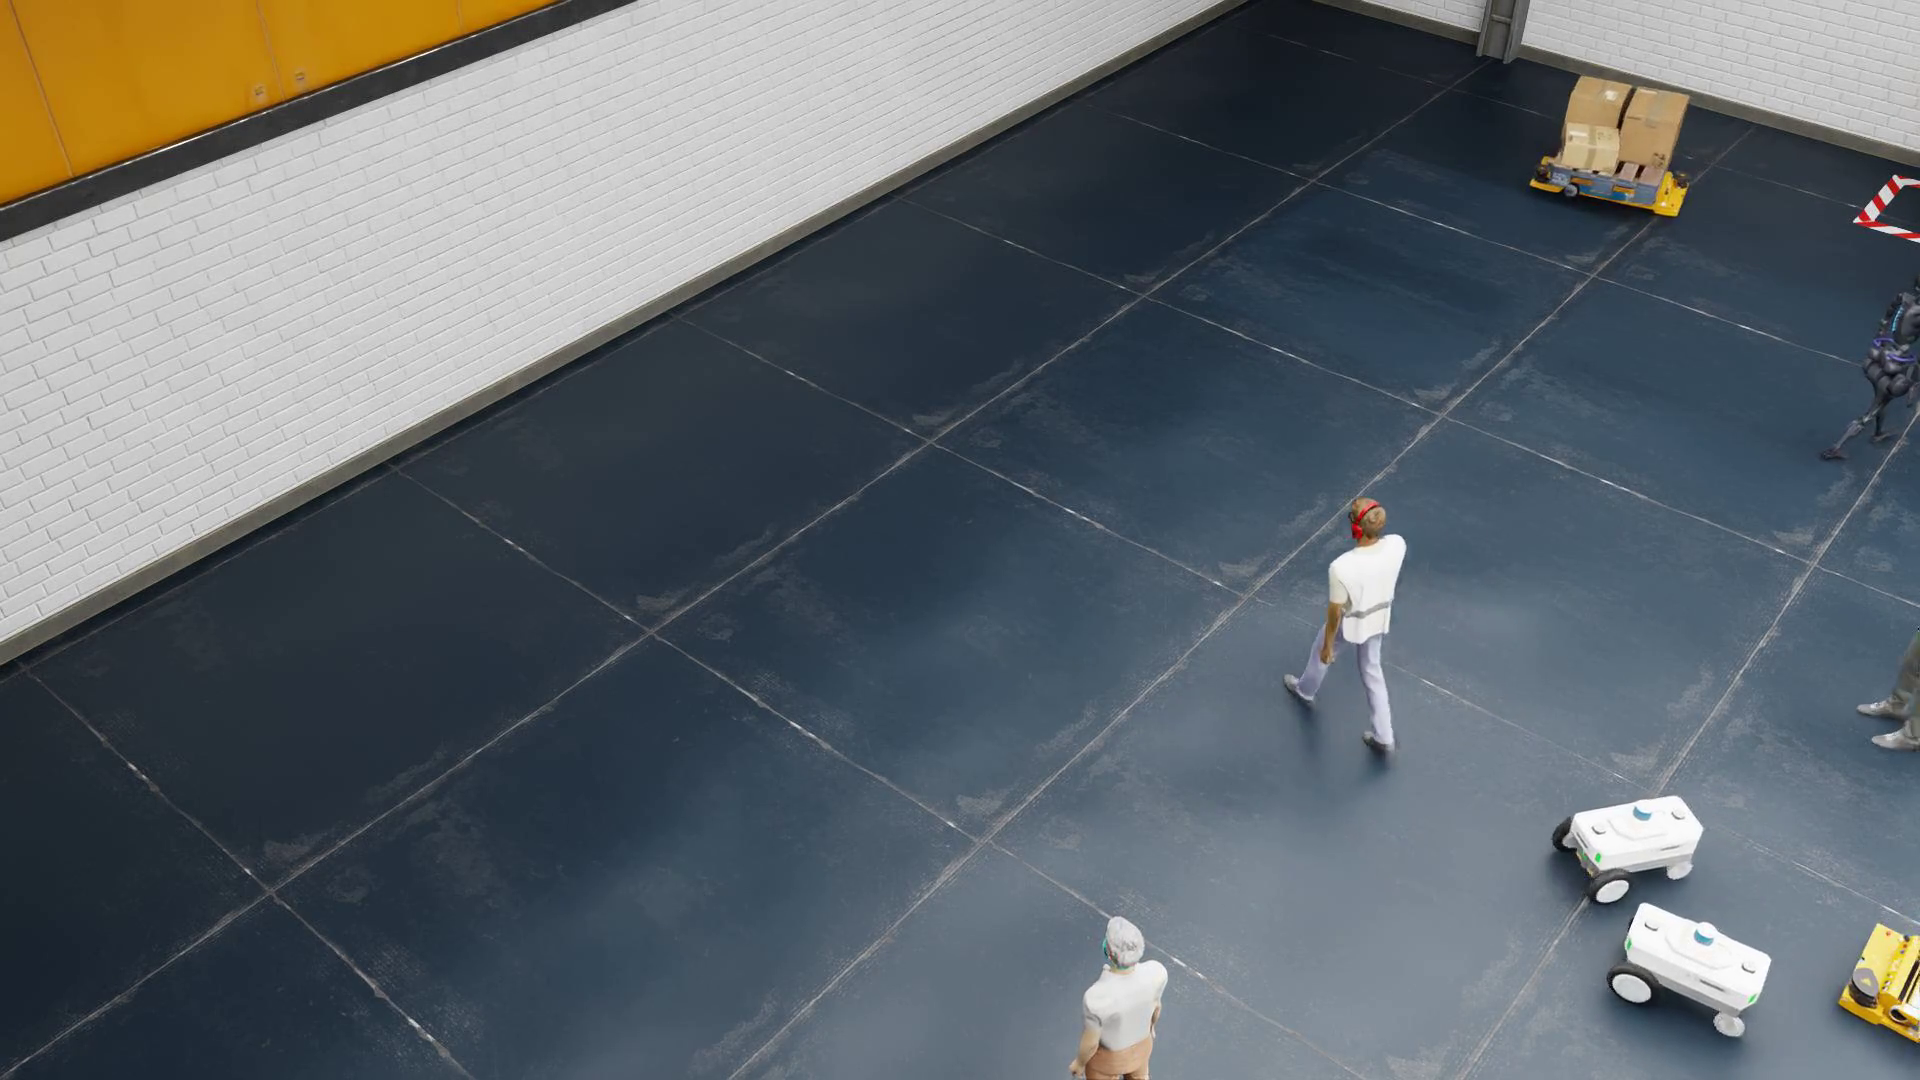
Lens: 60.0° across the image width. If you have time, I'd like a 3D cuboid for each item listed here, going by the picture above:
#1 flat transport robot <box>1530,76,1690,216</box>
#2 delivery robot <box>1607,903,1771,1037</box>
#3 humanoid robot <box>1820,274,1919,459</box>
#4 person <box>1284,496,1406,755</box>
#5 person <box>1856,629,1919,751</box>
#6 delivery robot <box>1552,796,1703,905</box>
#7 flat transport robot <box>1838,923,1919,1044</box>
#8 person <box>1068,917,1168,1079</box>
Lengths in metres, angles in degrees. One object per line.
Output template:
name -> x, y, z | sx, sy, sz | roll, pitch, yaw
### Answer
flat transport robot -> 6.558, -3.622, 16.782 | 1.431, 0.231, 0.659 | 18, 42, 20
delivery robot -> 4.029, 2.329, 9.158 | 0.774, 0.583, 0.499 | 22, 44, 25
humanoid robot -> 7.236, -1.349, 12.869 | 0.773, 1.626, 0.605 | -7, 39, -8
person -> 2.501, 0.522, 10.415 | 0.592, 1.805, 0.942 | -19, 42, -22
person -> 6.147, 0.580, 10.324 | 0.417, 1.837, 0.573 | 5, 39, 6
delivery robot -> 3.960, 1.789, 9.853 | 0.815, 0.614, 0.499 | -8, 40, -10
flat transport robot -> 5.620, 2.640, 9.009 | 1.431, 0.231, 0.659 | 27, 46, 30
person -> 0.759, 2.442, 8.076 | 0.481, 1.748, 0.323 | -19, 42, -22
